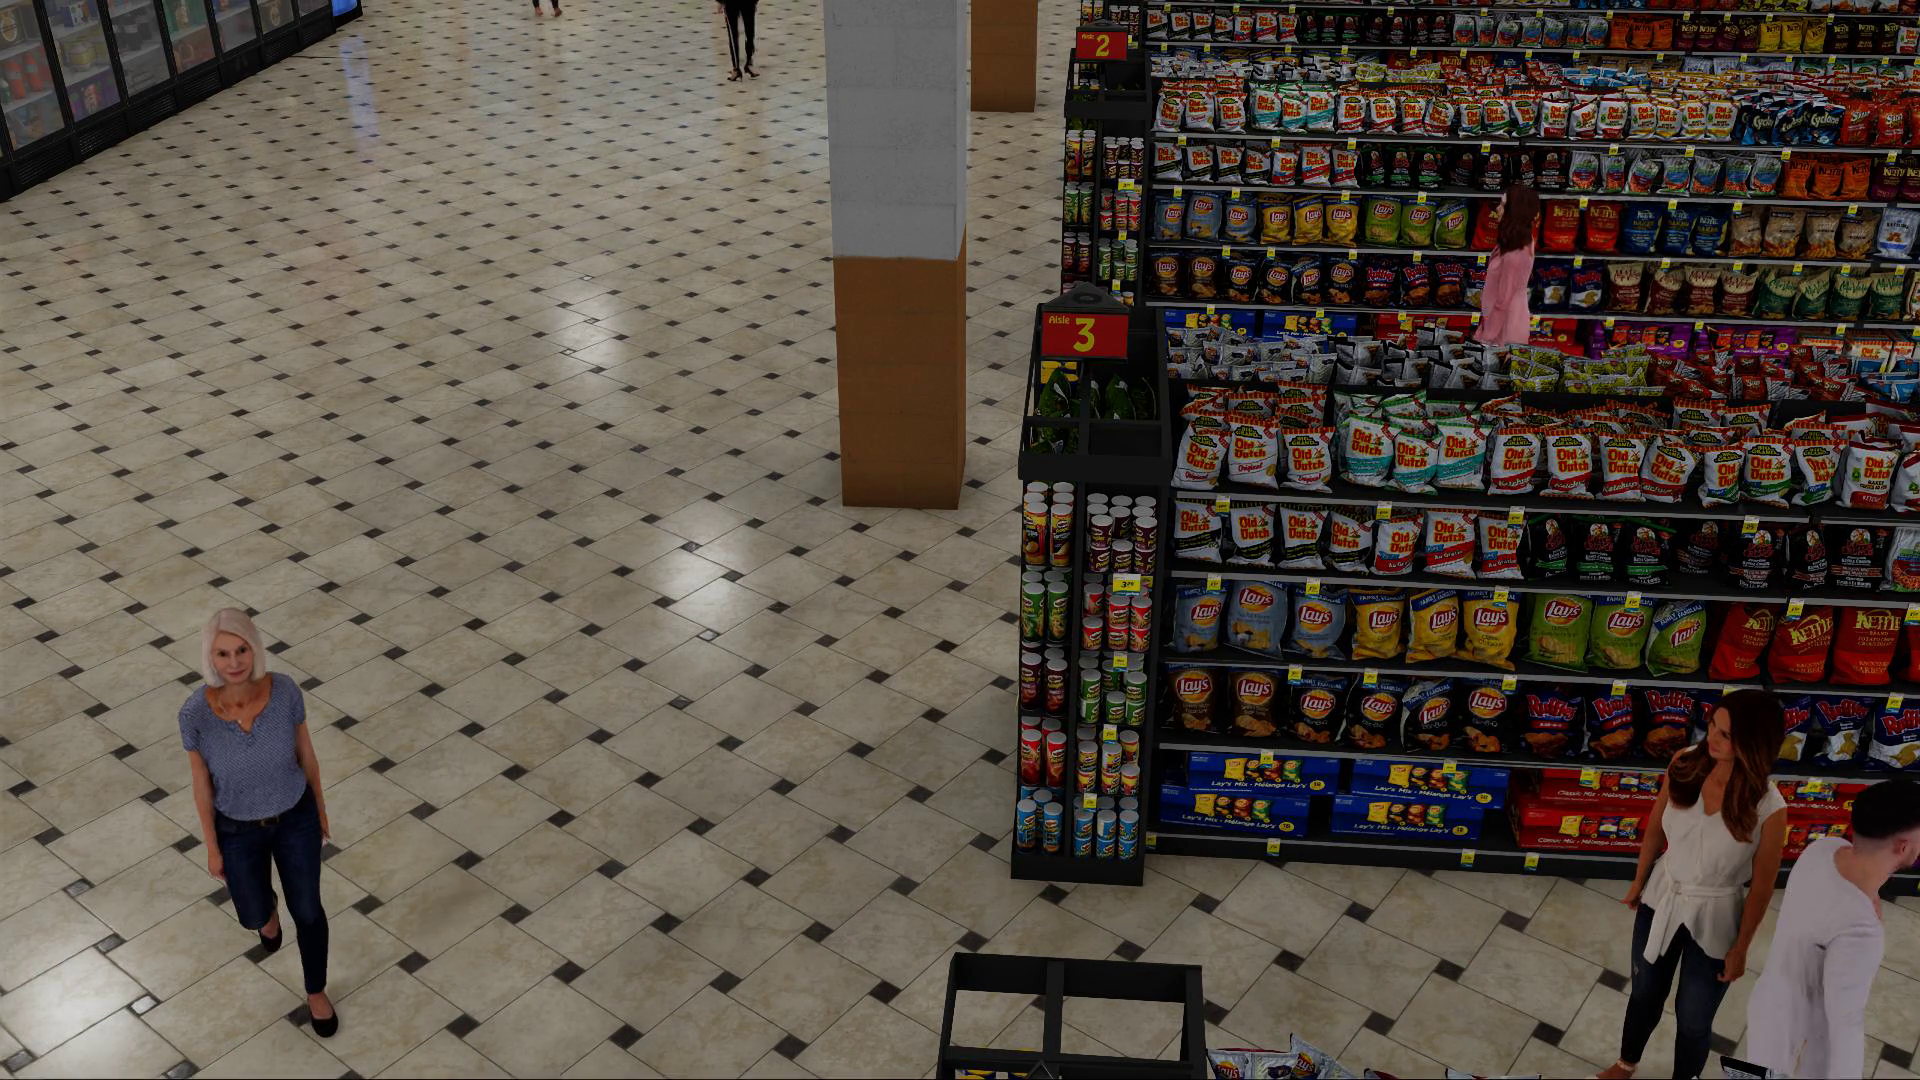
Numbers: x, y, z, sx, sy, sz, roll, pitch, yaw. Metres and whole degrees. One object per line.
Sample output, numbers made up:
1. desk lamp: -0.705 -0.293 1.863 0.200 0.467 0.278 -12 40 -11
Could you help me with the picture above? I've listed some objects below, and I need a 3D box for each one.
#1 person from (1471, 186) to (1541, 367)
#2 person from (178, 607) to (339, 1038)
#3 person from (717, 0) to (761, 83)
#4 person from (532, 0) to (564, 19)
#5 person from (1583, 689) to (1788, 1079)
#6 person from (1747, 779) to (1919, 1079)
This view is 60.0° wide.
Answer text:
1. person: 3.360 -1.232 10.009 0.957 1.775 0.753 9 30 15
2. person: -2.530 0.982 6.022 0.911 1.710 0.911 -14 32 -24
3. person: -2.511 -6.116 19.045 0.678 1.689 0.803 -23 36 -36
4. person: -5.705 -7.899 22.261 1.078 1.736 1.031 -14 32 -24
5. person: 2.423 1.238 5.474 0.710 1.785 0.676 -17 33 -29
6. person: 2.467 1.469 5.024 0.811 1.812 0.840 12 31 21
